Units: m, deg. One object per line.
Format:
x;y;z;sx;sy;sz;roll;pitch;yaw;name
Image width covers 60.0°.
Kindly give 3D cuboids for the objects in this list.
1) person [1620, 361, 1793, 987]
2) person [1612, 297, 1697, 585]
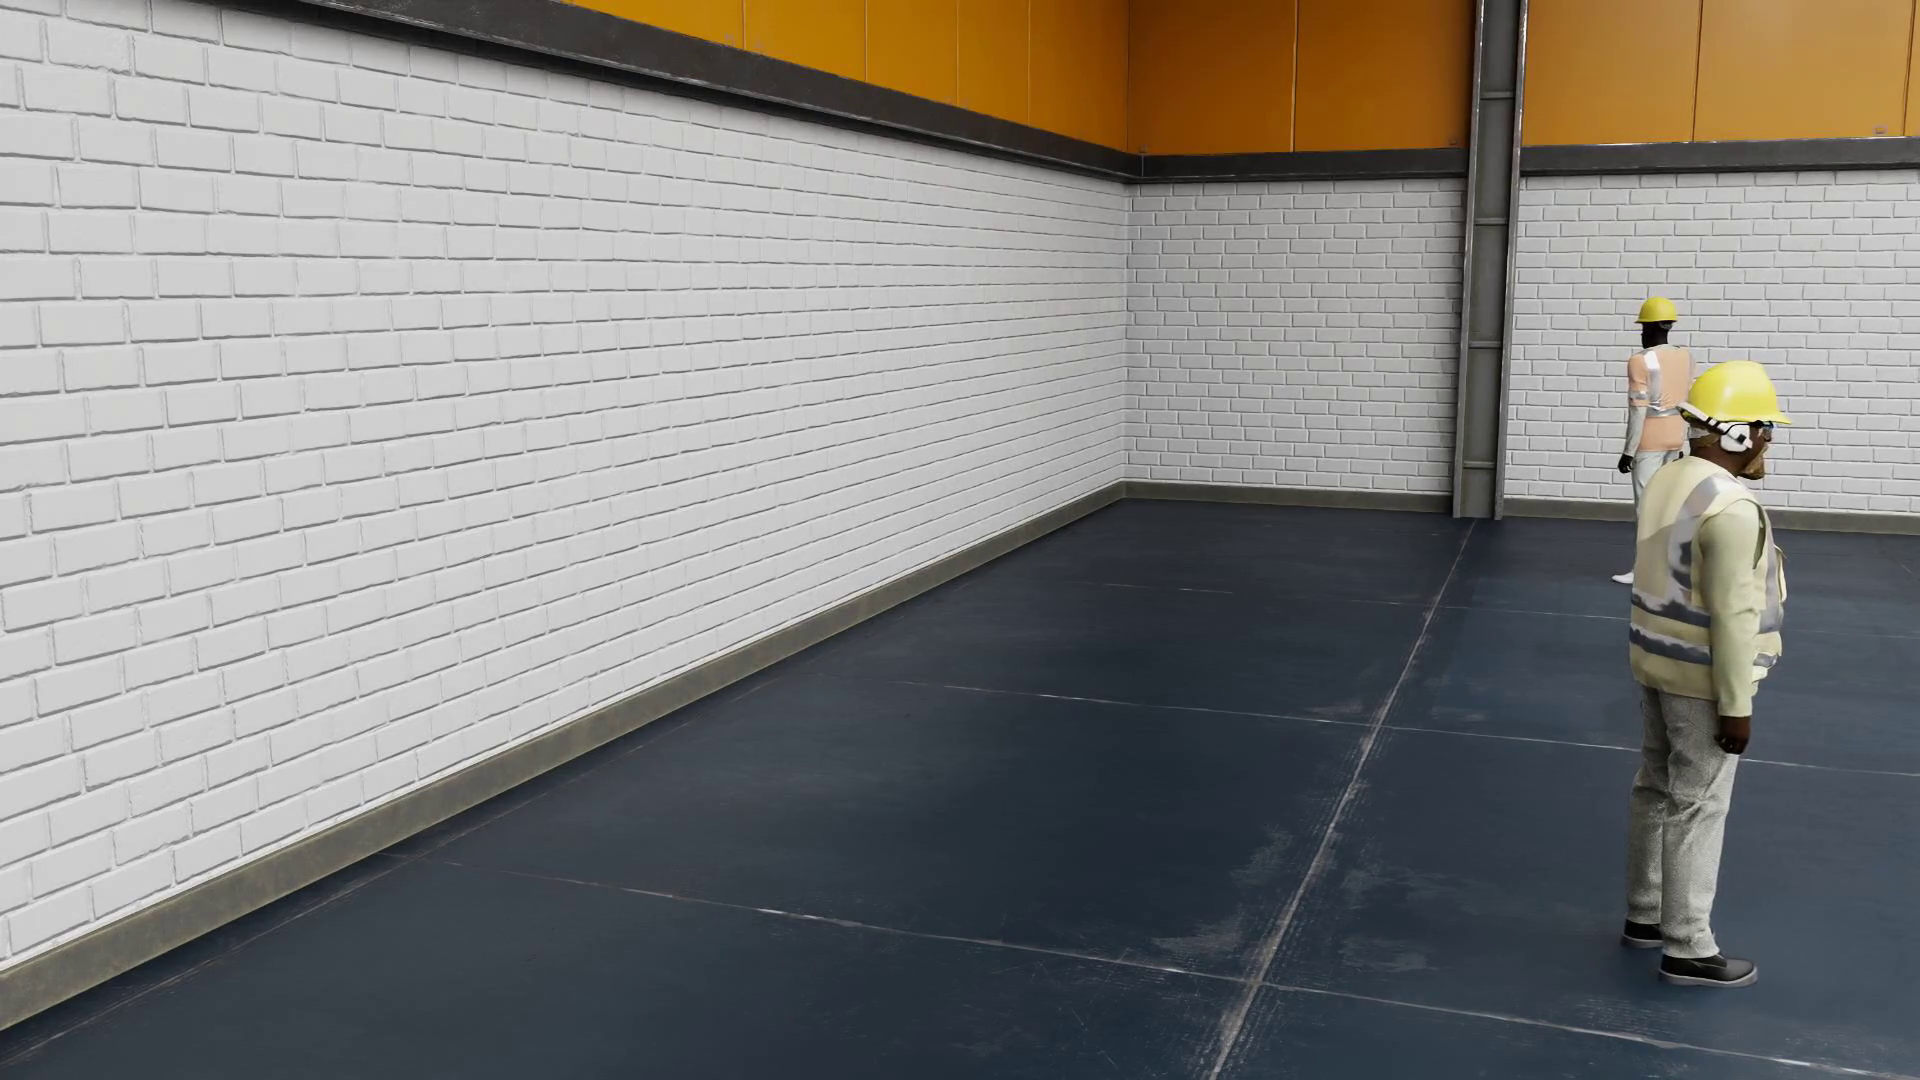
2.186;0.389;4.891;0.403;1.826;0.592;0;9;2;person
4.621;-0.651;11.101;0.590;1.926;0.388;-5;10;-29;person
